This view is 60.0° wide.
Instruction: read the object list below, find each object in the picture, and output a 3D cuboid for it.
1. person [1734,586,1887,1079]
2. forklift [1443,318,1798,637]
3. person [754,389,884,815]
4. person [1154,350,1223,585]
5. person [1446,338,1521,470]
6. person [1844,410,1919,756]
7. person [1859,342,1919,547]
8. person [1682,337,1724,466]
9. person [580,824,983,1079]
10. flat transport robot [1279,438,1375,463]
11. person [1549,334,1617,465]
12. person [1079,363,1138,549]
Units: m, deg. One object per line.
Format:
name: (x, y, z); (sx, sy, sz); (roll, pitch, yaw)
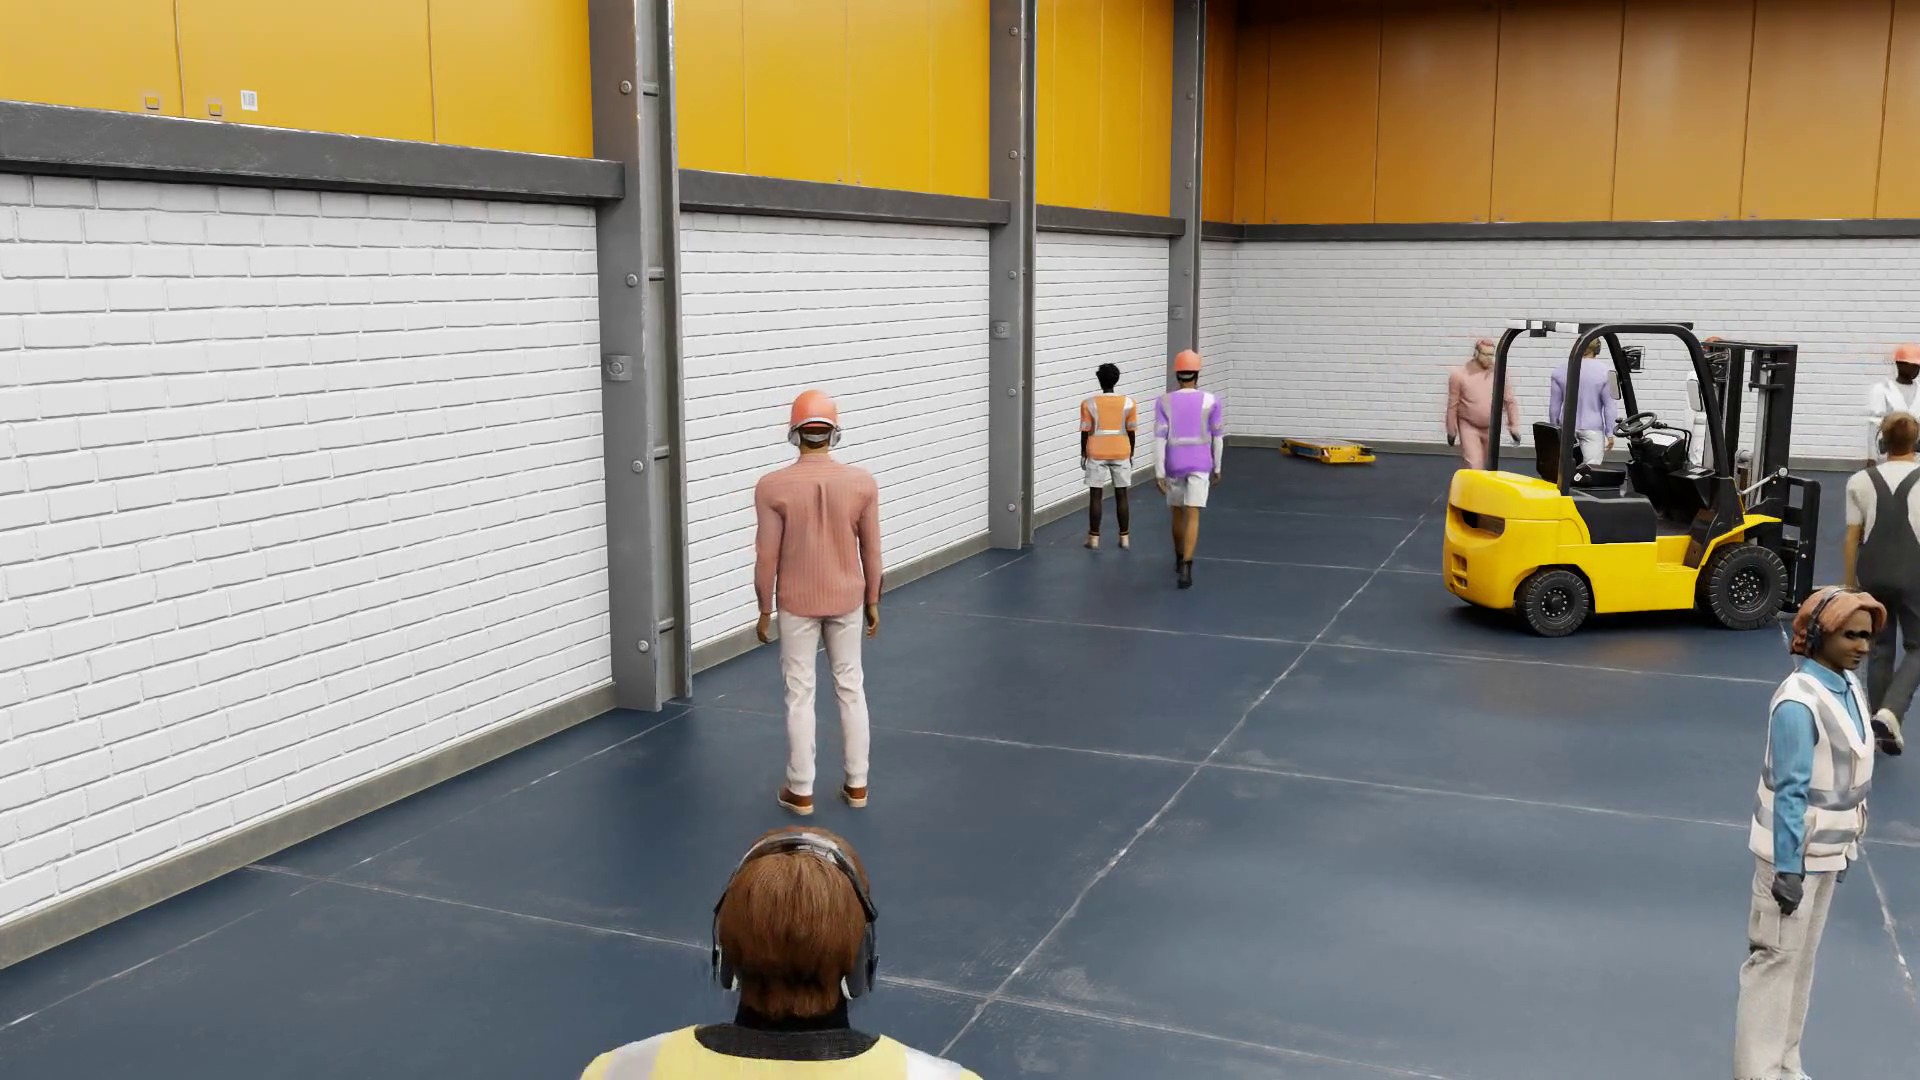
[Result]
person: (2.521, 0.943, 4.952); (0.315, 1.636, 0.514); (8, 13, 41)
forklift: (4.706, -0.497, 11.990); (2.313, 2.155, 1.214); (-2, 10, -10)
person: (-0.667, 0.288, 7.831); (0.622, 1.992, 0.396); (-3, 10, -20)
person: (1.856, -0.600, 13.569); (0.545, 1.892, 1.012); (2, 10, 14)
person: (5.281, -1.126, 16.910); (0.650, 1.850, 1.030); (-1, 9, -6)
person: (4.823, 0.249, 8.594); (0.551, 1.824, 0.533); (9, 13, 43)
person: (8.237, -0.798, 14.681); (0.550, 1.914, 0.875); (0, 9, 1)
person: (7.286, -1.031, 16.171); (0.575, 1.883, 0.352); (-2, 9, -9)
person: (-0.239, 1.295, 2.269); (0.636, 1.822, 0.716); (1, 9, 4)
flat transport robot: (4.859, -1.203, 22.080); (0.652, 0.197, 1.431); (-3, 10, -16)
person: (6.028, -1.049, 16.108); (0.636, 1.936, 0.355); (8, 12, 39)
person: (1.340, -0.756, 15.091); (0.539, 1.695, 0.319); (-1, 9, -4)
